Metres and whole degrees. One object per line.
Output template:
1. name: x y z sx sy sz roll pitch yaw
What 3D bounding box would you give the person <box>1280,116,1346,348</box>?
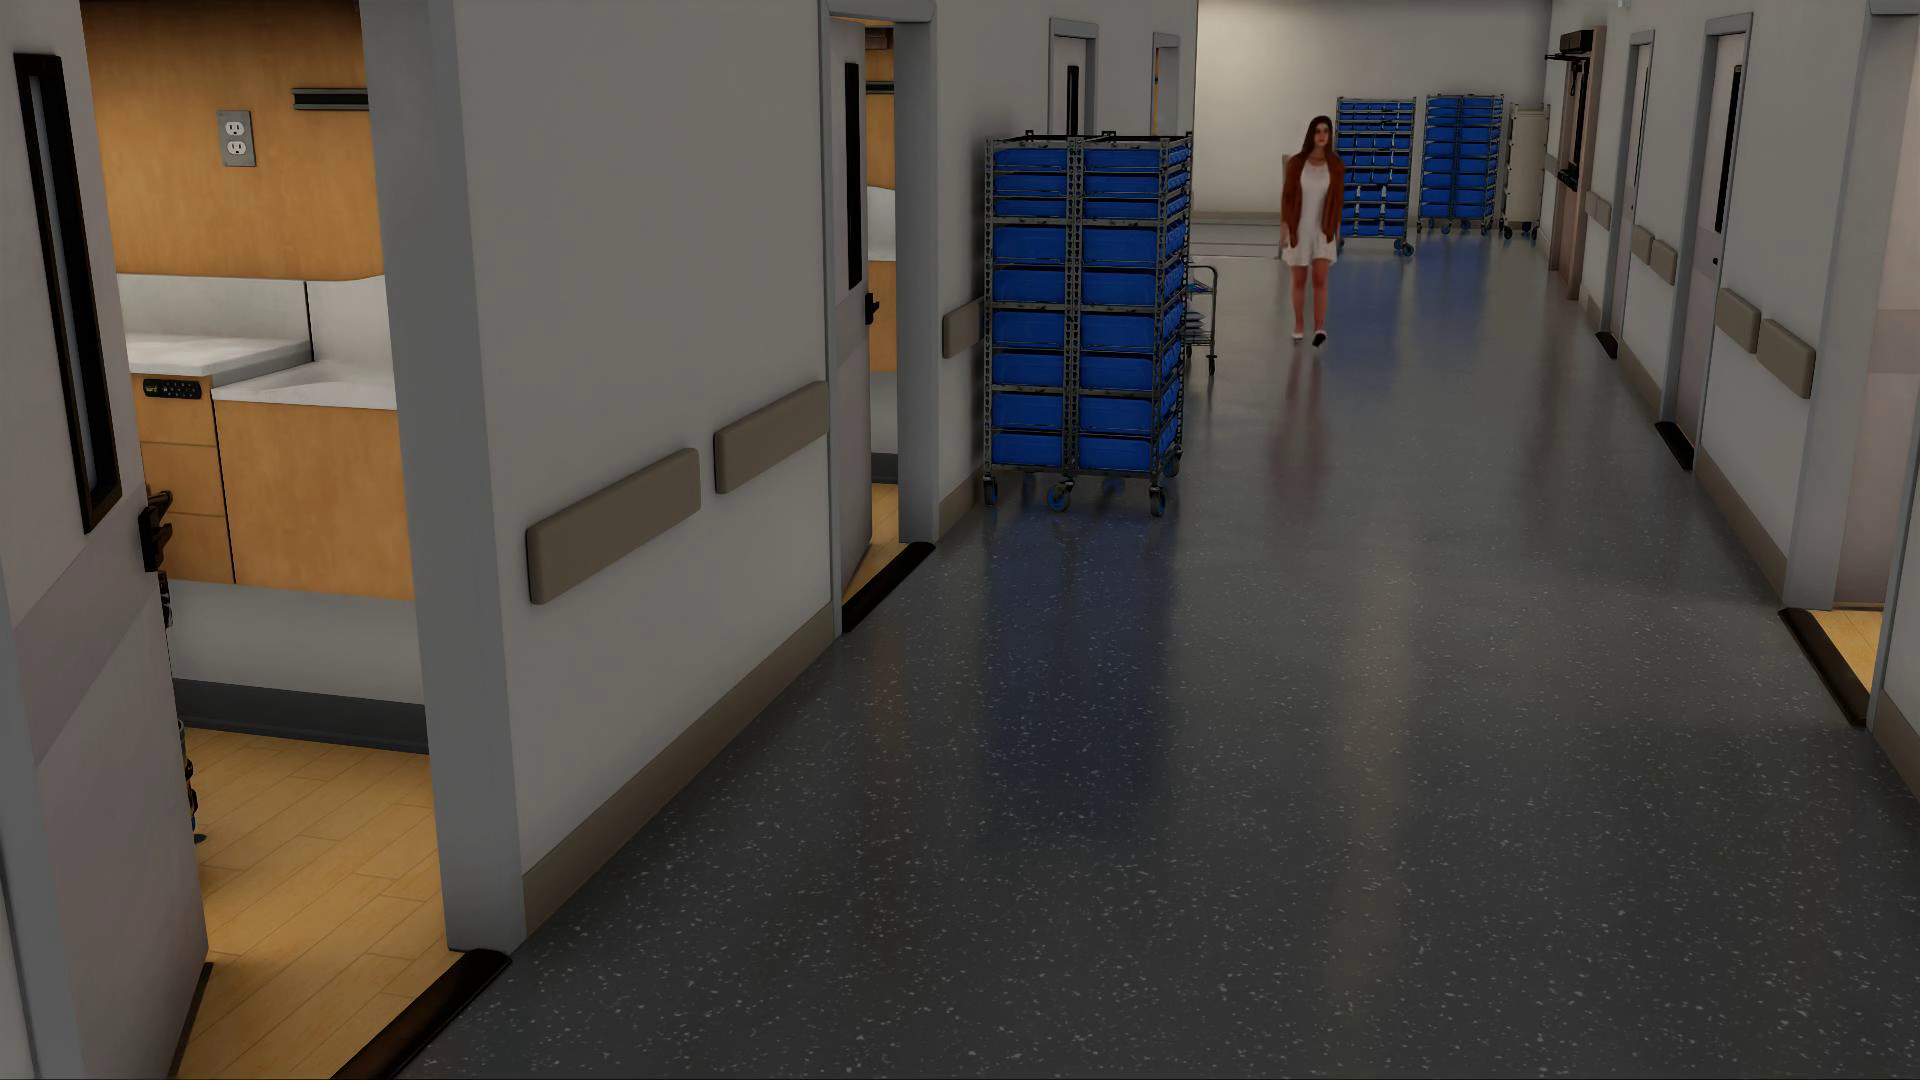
1. person: 2.636 -2.313 12.581 0.647 1.676 1.095 3 16 11
